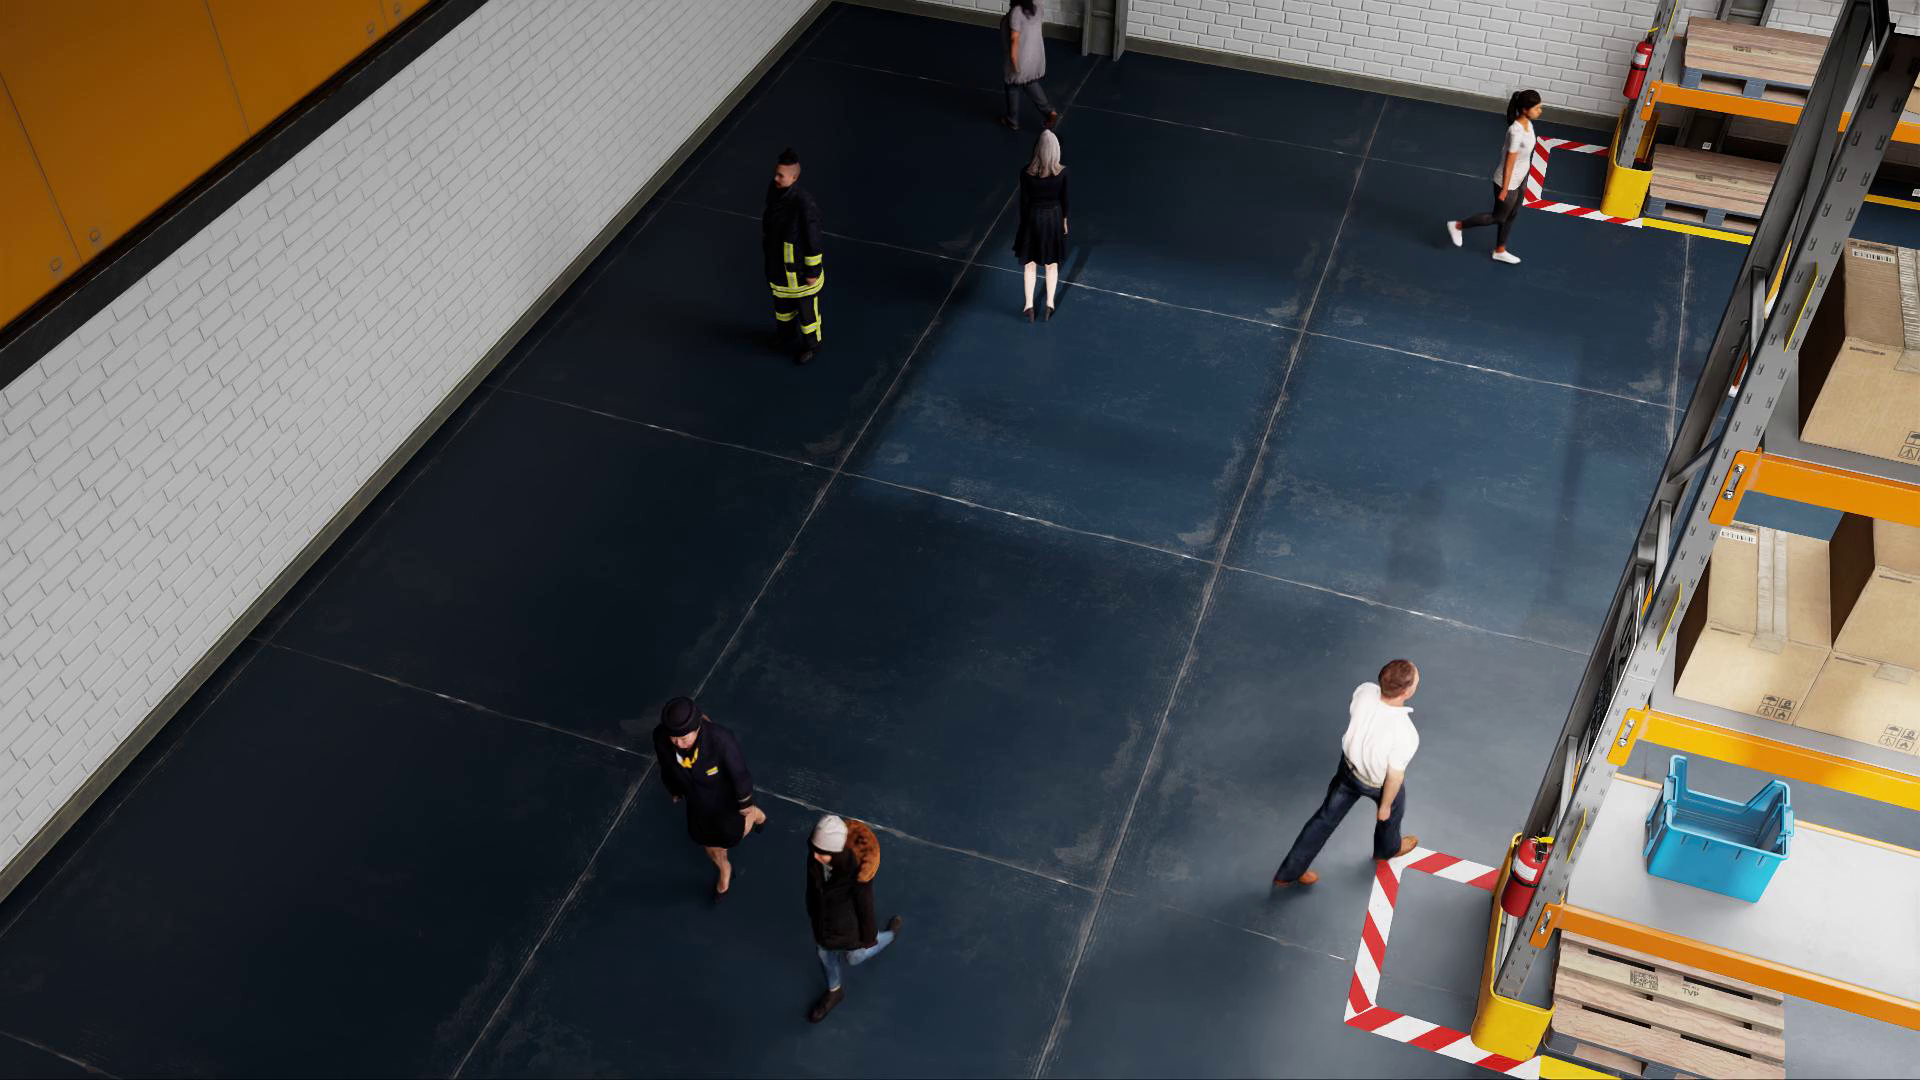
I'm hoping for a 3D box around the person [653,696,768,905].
[{"bbox_3d":[-1.391,1.405,9.545,0.799,1.645,0.810,8,44,8],"label":"person"}]

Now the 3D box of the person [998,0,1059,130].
[{"bbox_3d":[0.664,-4.635,15.925,0.967,1.590,0.816,32,52,29],"label":"person"}]

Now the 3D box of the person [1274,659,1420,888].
[{"bbox_3d":[2.224,1.376,9.457,1.267,1.809,1.209,-17,46,-17],"label":"person"}]

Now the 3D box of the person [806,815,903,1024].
[{"bbox_3d":[-0.585,1.970,8.975,0.953,1.612,0.853,28,50,26],"label":"person"}]

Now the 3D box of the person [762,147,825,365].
[{"bbox_3d":[-1.330,-2.274,13.251,0.780,1.860,0.913,32,52,29],"label":"person"}]

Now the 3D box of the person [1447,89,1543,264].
[{"bbox_3d":[4.648,-3.129,14.319,0.936,1.625,0.646,20,47,19],"label":"person"}]

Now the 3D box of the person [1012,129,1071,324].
[{"bbox_3d":[0.679,-2.566,13.640,0.638,1.745,0.749,-4,44,-4],"label":"person"}]
